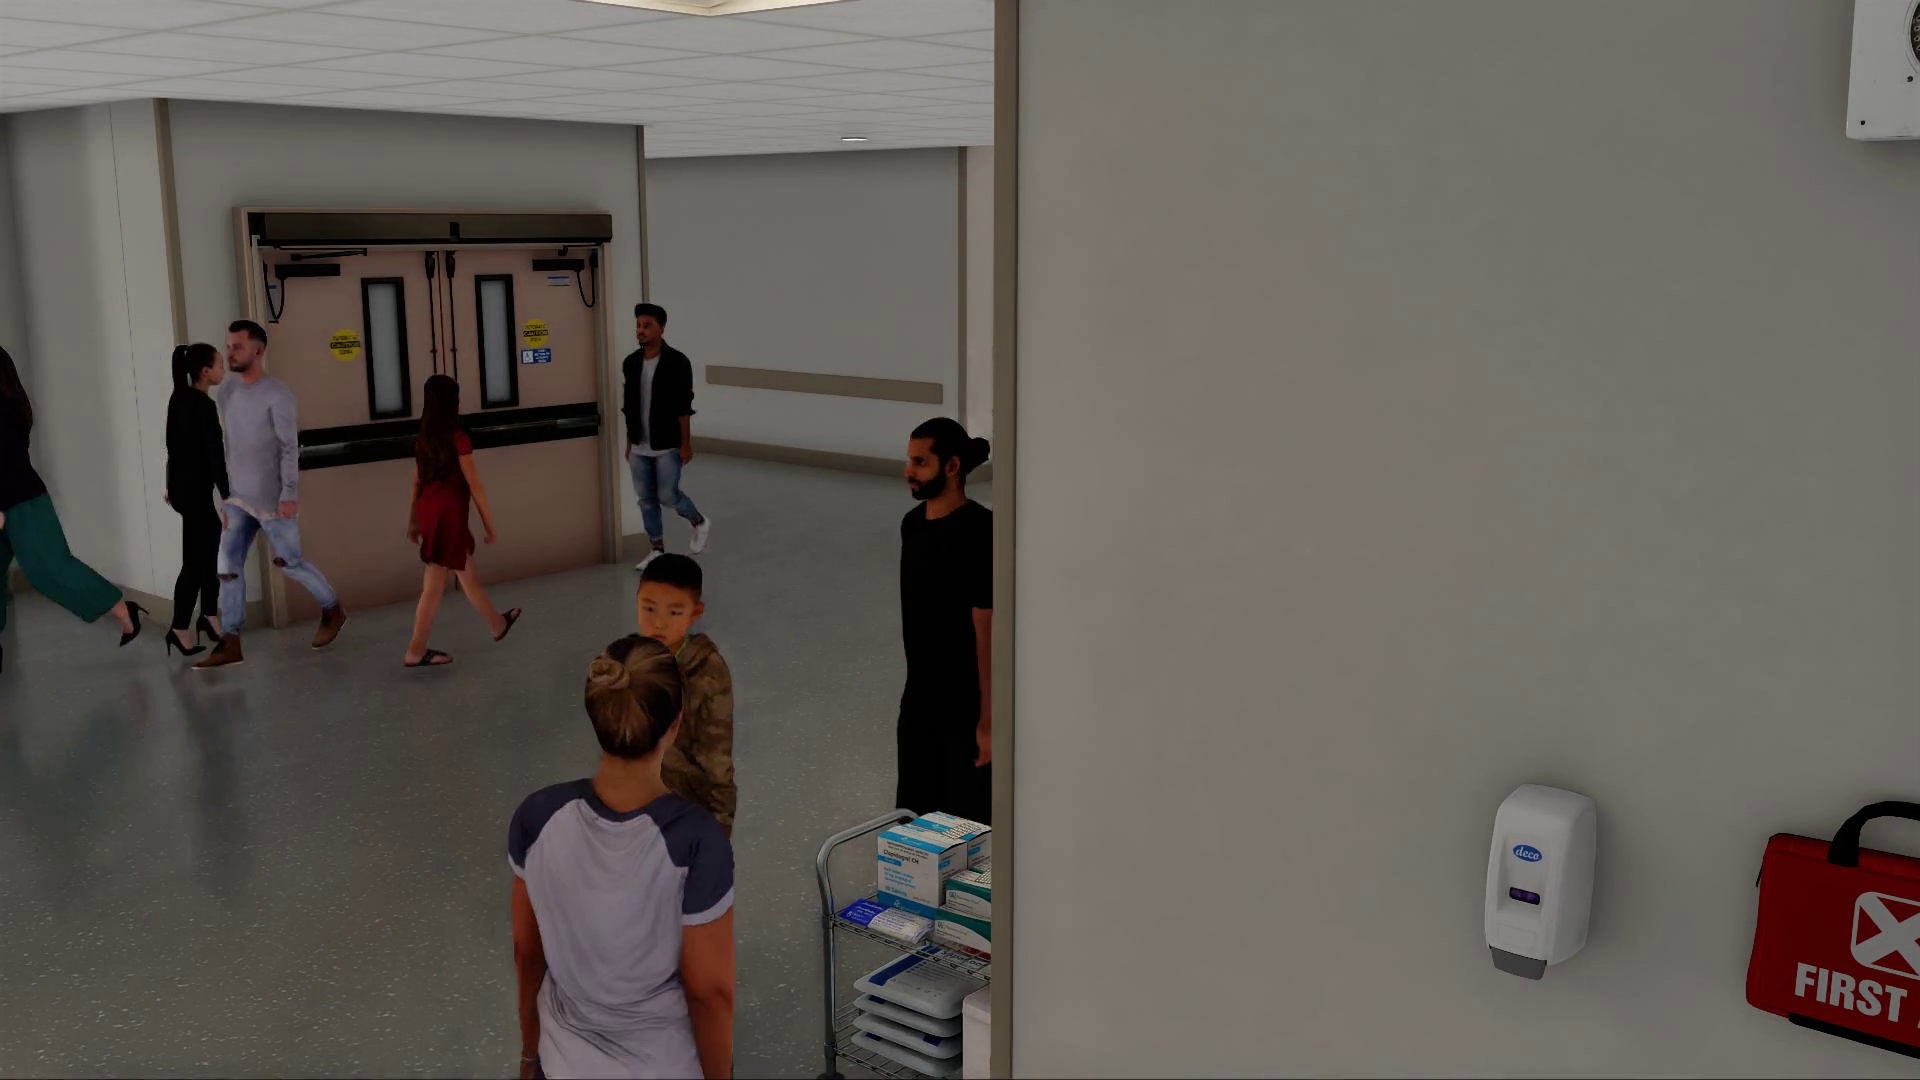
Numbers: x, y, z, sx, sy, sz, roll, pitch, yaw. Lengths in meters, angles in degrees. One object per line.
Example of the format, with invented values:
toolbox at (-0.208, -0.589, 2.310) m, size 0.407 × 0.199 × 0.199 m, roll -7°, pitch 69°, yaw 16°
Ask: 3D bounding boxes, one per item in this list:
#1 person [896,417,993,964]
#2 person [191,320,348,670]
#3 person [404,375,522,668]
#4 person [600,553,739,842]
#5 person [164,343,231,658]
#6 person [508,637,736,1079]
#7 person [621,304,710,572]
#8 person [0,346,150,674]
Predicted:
person at (0.054, 0.490, 5.154) m, size 0.849 × 1.743 × 0.704 m, roll -10°, pitch 14°, yaw -41°
person at (-3.631, -0.238, 8.836) m, size 0.913 × 1.801 × 1.263 m, roll 5°, pitch 12°, yaw 23°
person at (-2.773, -0.068, 8.750) m, size 0.633 × 1.499 × 1.072 m, roll 8°, pitch 13°, yaw 36°
person at (-0.784, 0.738, 4.666) m, size 0.745 × 1.438 × 0.833 m, roll 2°, pitch 11°, yaw 13°
person at (-4.175, -0.192, 8.912) m, size 0.651 × 1.682 × 0.663 m, roll 10°, pitch 15°, yaw 43°
person at (-0.600, 0.994, 2.886) m, size 0.831 × 1.599 × 0.963 m, roll 1°, pitch 11°, yaw 7°
person at (-1.998, -0.699, 11.298) m, size 0.808 × 1.788 × 0.953 m, roll 5°, pitch 12°, yaw 25°
person at (-4.729, -0.133, 8.562) m, size 0.651 × 1.697 × 1.168 m, roll 11°, pitch 15°, yaw 44°
